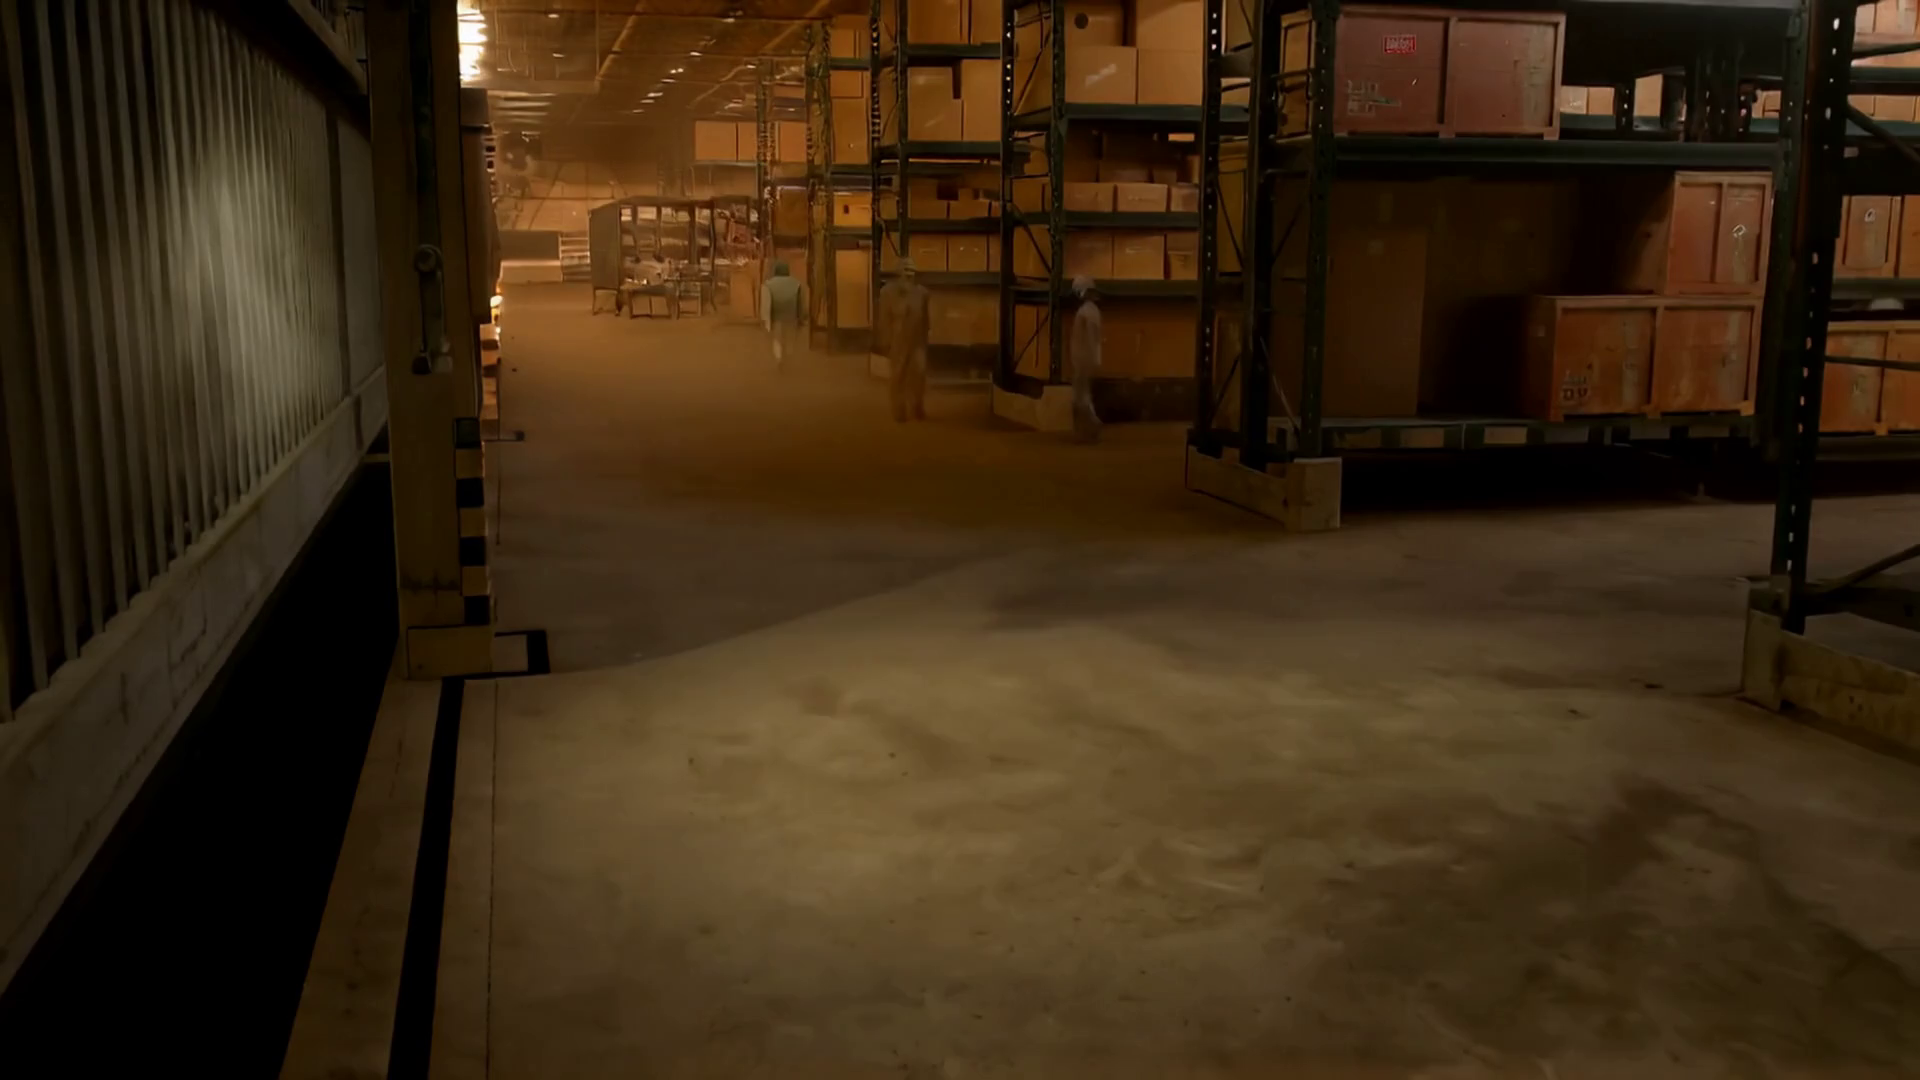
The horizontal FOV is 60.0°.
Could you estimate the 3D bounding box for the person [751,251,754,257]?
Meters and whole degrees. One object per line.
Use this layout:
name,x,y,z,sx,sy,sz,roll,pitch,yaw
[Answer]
person,-9.863,-12.846,79.113,0.596,1.812,0.854,-3,11,-18

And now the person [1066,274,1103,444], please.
person,1.248,-1.846,17.031,0.373,1.739,0.586,4,11,20

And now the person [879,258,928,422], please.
person,-0.626,-2.304,19.240,0.652,1.892,0.435,-5,11,-27

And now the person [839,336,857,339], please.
person,-2.429,-5.348,36.376,0.521,1.919,0.602,-2,10,-9

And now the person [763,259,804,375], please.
person,-2.767,-3.497,26.164,0.631,1.827,0.553,-1,10,-7

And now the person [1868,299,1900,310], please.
person,10.656,-2.216,19.184,0.873,1.729,0.532,-2,10,-9
